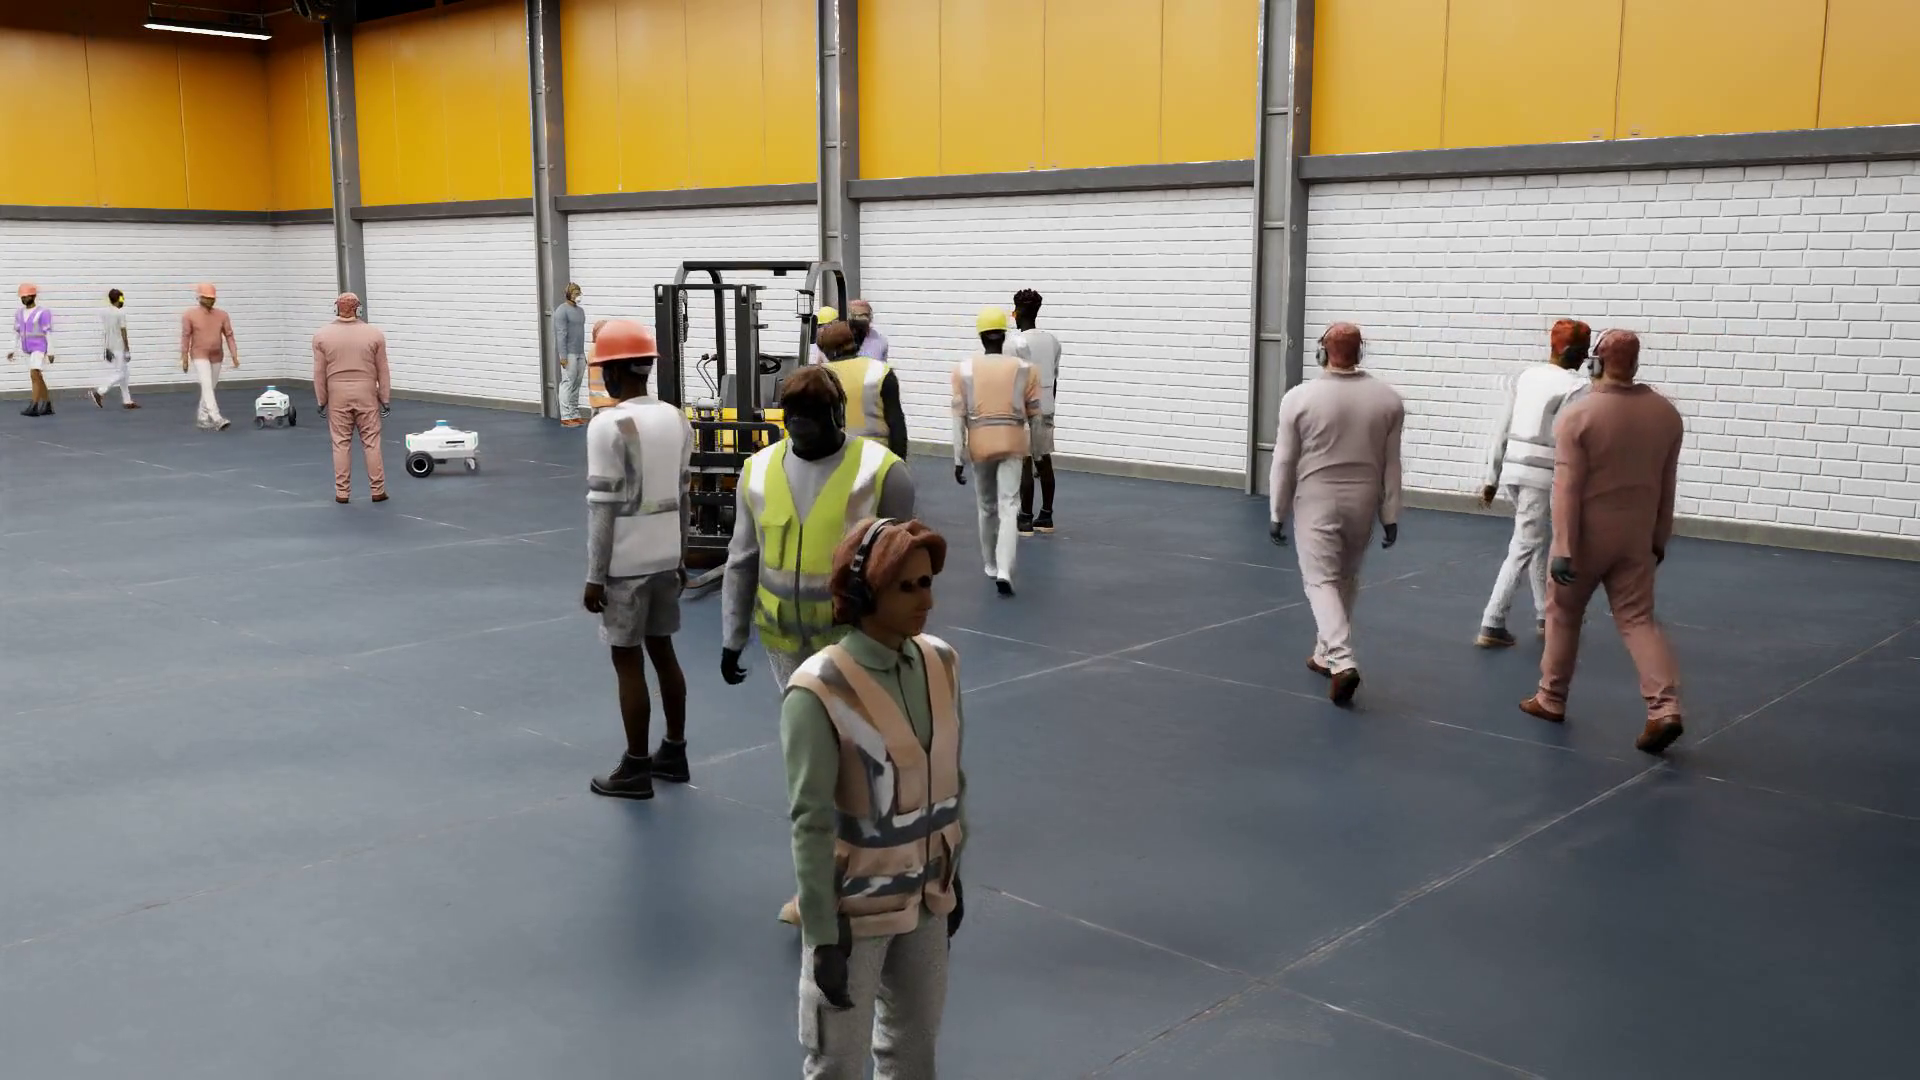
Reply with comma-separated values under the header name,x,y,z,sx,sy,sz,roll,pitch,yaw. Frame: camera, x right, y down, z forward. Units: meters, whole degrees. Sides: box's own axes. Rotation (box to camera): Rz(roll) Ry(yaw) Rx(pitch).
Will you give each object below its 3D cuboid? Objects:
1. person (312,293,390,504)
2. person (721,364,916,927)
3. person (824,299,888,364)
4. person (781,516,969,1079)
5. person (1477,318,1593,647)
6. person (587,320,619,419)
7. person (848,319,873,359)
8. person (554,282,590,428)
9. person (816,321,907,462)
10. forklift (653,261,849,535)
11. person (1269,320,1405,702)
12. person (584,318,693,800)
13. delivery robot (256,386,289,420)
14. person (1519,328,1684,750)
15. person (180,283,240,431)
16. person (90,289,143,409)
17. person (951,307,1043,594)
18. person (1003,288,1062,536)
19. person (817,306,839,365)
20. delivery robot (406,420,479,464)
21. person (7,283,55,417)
name,x,y,z,sx,sy,sz,roll,pitch,yaw
person,-5.507,-1.284,15.095,0.652,1.905,0.403,-3,10,-18
person,-0.511,0.337,5.470,0.647,1.800,0.906,3,10,19
person,-0.949,-1.286,15.329,0.641,1.857,1.026,-4,10,-21
person,-0.160,0.760,3.405,0.309,1.634,0.522,7,12,37
person,3.287,-0.321,9.366,0.923,1.838,0.601,-4,10,-21
person,-3.357,-1.264,15.789,0.306,1.640,0.522,-8,12,-41
person,-0.881,-1.030,14.171,0.319,1.698,0.539,4,10,21
person,-5.206,-2.483,22.349,0.352,1.937,0.635,2,10,14
person,-0.643,-0.406,10.057,0.673,1.815,0.436,3,10,18
forklift,-1.552,-1.040,12.721,1.214,2.155,2.313,2,9,11
person,1.885,-0.155,8.303,0.653,1.874,0.927,-2,9,-9
person,-1.316,0.076,6.713,0.396,1.928,0.544,5,11,29
delivery robot,-9.172,-1.813,22.188,0.477,0.478,0.707,-3,10,-15
person,2.933,-0.016,7.455,0.655,1.869,0.958,-2,10,-13
person,-9.874,-2.410,21.908,1.047,1.932,0.631,7,12,37
person,-12.756,-2.860,25.024,0.543,1.832,0.708,6,11,34
person,0.247,-0.607,11.046,0.609,1.883,1.003,0,9,2
person,0.550,-1.011,13.237,0.373,1.966,0.605,9,13,44
person,-1.217,-1.324,15.777,0.328,1.765,0.528,3,10,17
delivery robot,-5.320,-0.988,17.103,0.707,0.478,0.477,-2,10,-17
person,-13.397,-2.719,23.868,0.554,1.909,0.801,3,10,19
